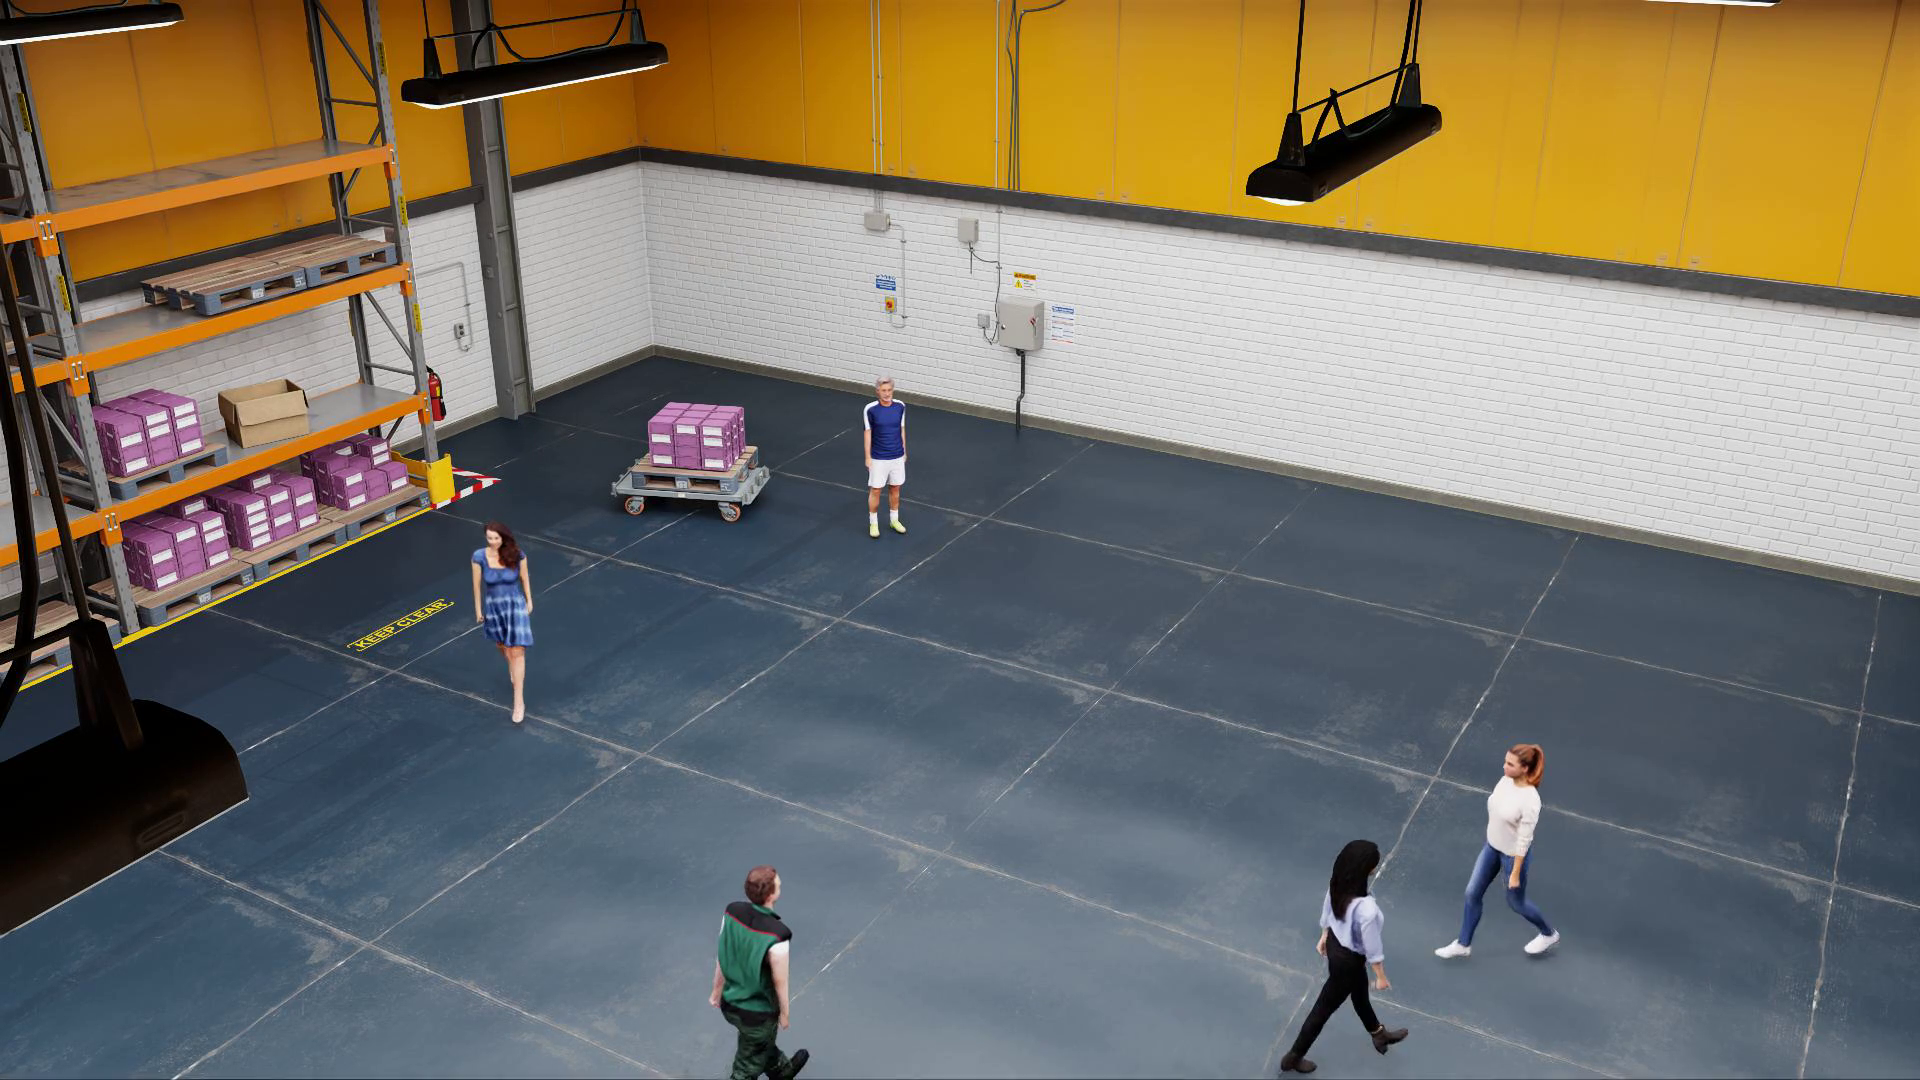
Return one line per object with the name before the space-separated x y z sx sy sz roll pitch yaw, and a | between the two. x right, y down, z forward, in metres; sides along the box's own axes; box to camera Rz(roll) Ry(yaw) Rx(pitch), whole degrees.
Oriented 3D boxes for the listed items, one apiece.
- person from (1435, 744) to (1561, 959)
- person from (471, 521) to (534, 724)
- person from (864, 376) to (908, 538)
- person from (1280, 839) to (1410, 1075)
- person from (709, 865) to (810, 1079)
person | 3.815 2.159 11.327 1.123 1.683 1.111 -5 24 -10
person | -4.009 0.646 14.689 1.063 1.762 1.228 -2 24 -5
person | -0.811 -0.939 18.223 0.683 1.837 0.783 -10 26 -23
person | 2.285 2.620 10.248 1.169 1.702 1.135 -5 24 -11
person | -1.281 2.774 9.800 0.788 1.780 1.161 20 30 38
